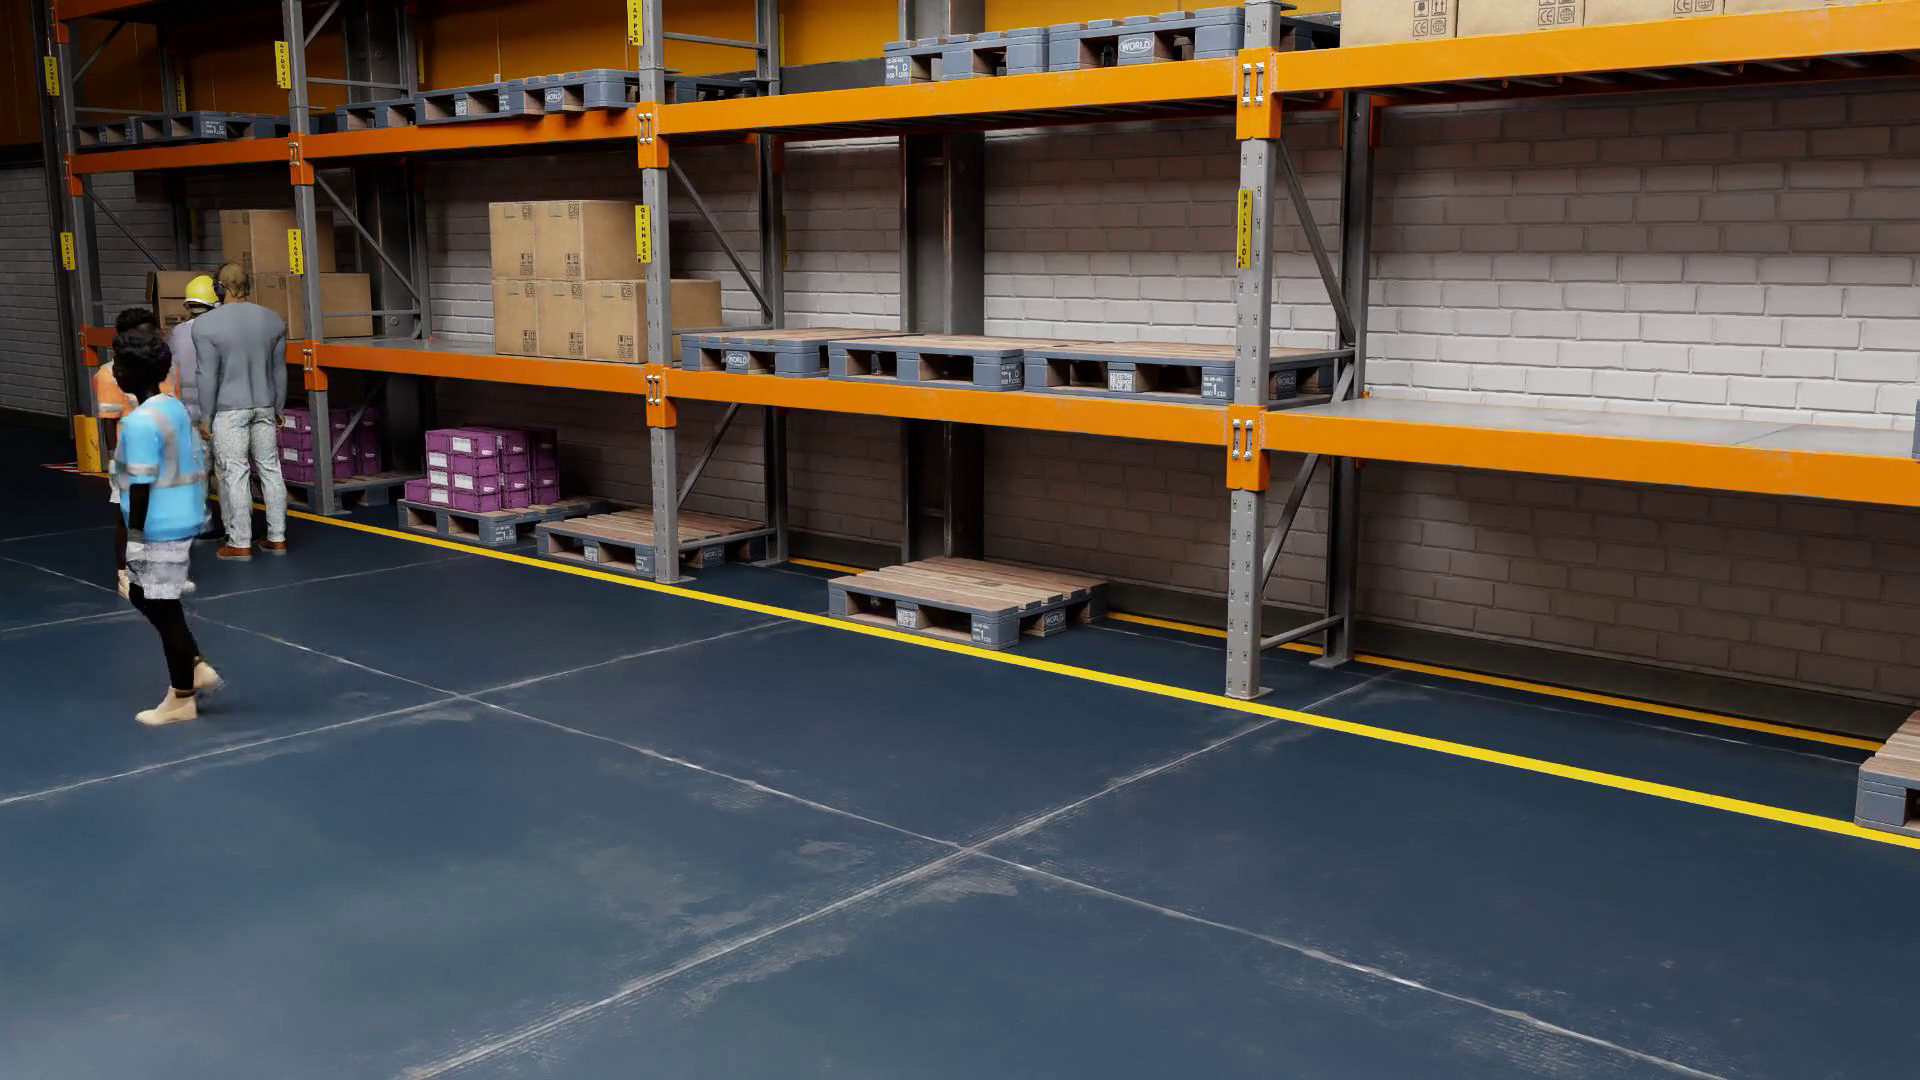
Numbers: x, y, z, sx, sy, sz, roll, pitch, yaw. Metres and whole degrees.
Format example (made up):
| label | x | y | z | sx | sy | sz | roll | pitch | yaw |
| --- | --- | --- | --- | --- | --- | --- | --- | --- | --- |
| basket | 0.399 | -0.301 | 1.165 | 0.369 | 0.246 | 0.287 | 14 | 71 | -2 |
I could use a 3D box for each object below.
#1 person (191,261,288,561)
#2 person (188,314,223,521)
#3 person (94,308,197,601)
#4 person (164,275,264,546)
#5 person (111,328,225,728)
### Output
| label | x | y | z | sx | sy | sz | roll | pitch | yaw |
| --- | --- | --- | --- | --- | --- | --- | --- | --- | --- |
| person | -4.660 | -0.831 | 10.805 | 0.372 | 1.940 | 0.632 | 7 | 12 | 34 |
| person | -5.478 | -0.908 | 12.135 | 0.277 | 1.629 | 0.496 | 7 | 12 | 35 |
| person | -4.702 | -0.493 | 9.601 | 0.320 | 1.688 | 0.533 | 5 | 11 | 27 |
| person | -5.066 | -0.869 | 11.306 | 0.599 | 1.836 | 0.404 | 4 | 11 | 20 |
| person | -3.377 | -0.040 | 6.989 | 0.366 | 1.684 | 0.551 | -2 | 10 | -11 |
